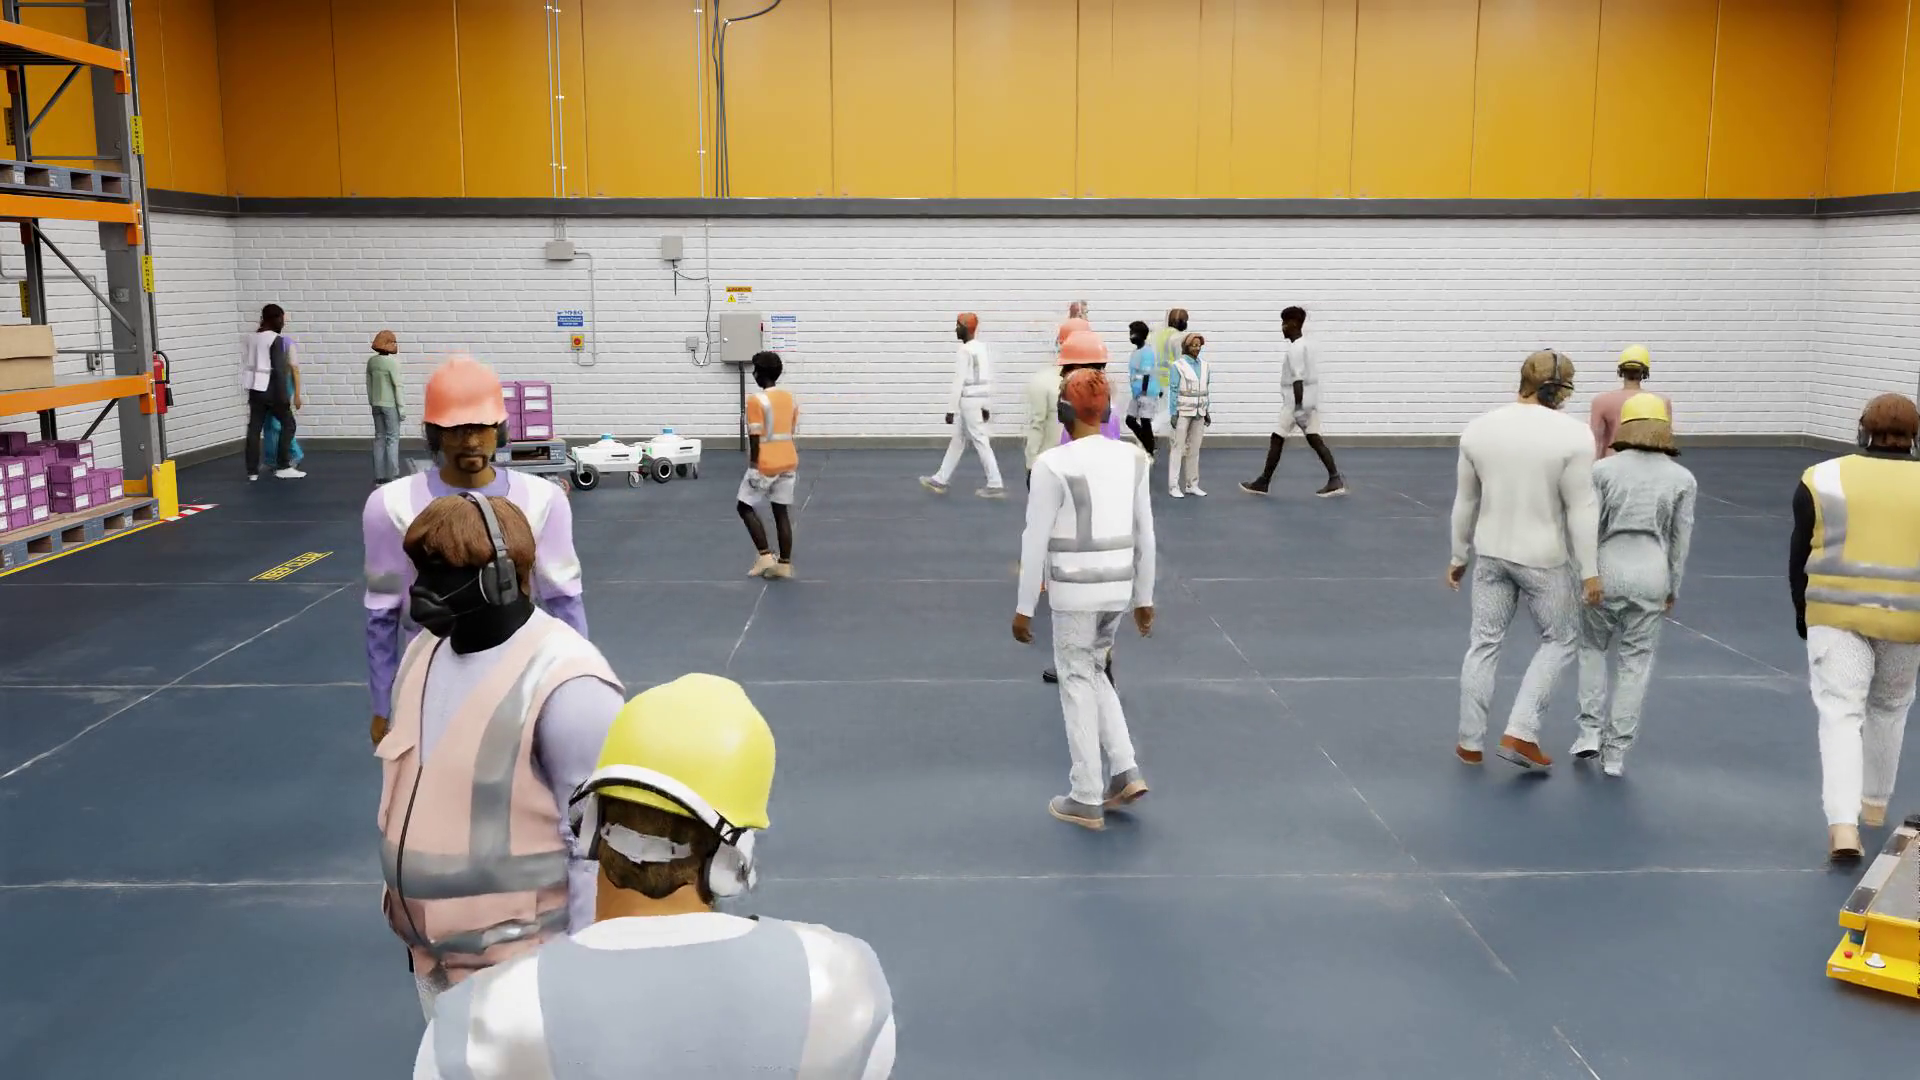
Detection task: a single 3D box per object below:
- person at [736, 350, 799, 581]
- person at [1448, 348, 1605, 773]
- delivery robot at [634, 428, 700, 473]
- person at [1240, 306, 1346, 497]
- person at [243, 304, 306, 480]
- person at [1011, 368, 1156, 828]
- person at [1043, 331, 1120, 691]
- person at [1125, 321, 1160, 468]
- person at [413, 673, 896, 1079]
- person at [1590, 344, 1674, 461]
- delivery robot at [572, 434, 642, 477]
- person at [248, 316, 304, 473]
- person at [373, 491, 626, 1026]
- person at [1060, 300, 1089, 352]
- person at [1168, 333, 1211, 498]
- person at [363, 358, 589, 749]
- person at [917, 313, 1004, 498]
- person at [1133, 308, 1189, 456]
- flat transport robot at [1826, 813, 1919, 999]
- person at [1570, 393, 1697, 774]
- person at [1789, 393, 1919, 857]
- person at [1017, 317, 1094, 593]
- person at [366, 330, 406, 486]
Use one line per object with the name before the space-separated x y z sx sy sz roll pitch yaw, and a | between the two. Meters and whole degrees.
person | -1.390 -0.527 12.051 0.422 1.671 0.548 6 11 32
person | 2.513 0.109 7.413 0.385 1.921 0.695 -9 13 -43
delivery robot | -3.140 -0.963 17.873 0.477 0.478 0.707 9 13 43
person | 3.387 -1.368 16.556 1.039 1.911 0.588 6 11 31
person | -7.401 -1.580 17.879 0.685 1.880 0.587 6 11 34
person | 0.507 0.239 6.760 0.586 1.869 0.401 -8 12 -40
person | 0.660 -0.141 8.892 0.361 1.938 0.545 -2 10 -15
person | 2.079 -1.654 18.945 0.353 1.678 0.558 -2 10 -15
person | -0.407 1.045 2.142 0.614 1.764 0.893 -3 10 -19
person | 4.659 -0.478 11.552 0.534 1.748 0.652 5 11 28
delivery robot | -3.657 -0.860 17.240 0.707 0.478 0.477 -3 10 -15
person | -7.577 -1.634 18.441 0.606 1.817 0.412 5 10 26
person | -0.927 0.814 3.333 0.634 1.841 0.429 8 12 39
person | 1.360 -1.948 20.106 0.527 1.891 0.675 -1 9 -5
person | 2.282 -1.237 16.524 0.523 1.638 0.311 -6 11 -34
person | -1.425 0.462 5.010 0.638 1.991 1.016 -4 10 -25
person | 0.028 -1.338 16.550 0.968 1.826 0.602 3 10 20
person | 2.477 -1.878 19.939 0.786 1.813 0.625 -2 9 -11
flat transport robot | 3.413 1.233 5.564 0.652 0.197 1.431 7 12 37
person | 3.011 0.199 7.494 0.519 1.702 0.452 2 9 12
person | 3.555 0.333 6.488 0.613 1.805 0.935 4 10 21
person | 0.688 -0.540 11.324 0.628 1.957 0.989 -7 12 -37
person | -5.971 -1.368 17.346 0.507 1.631 0.266 6 11 33
